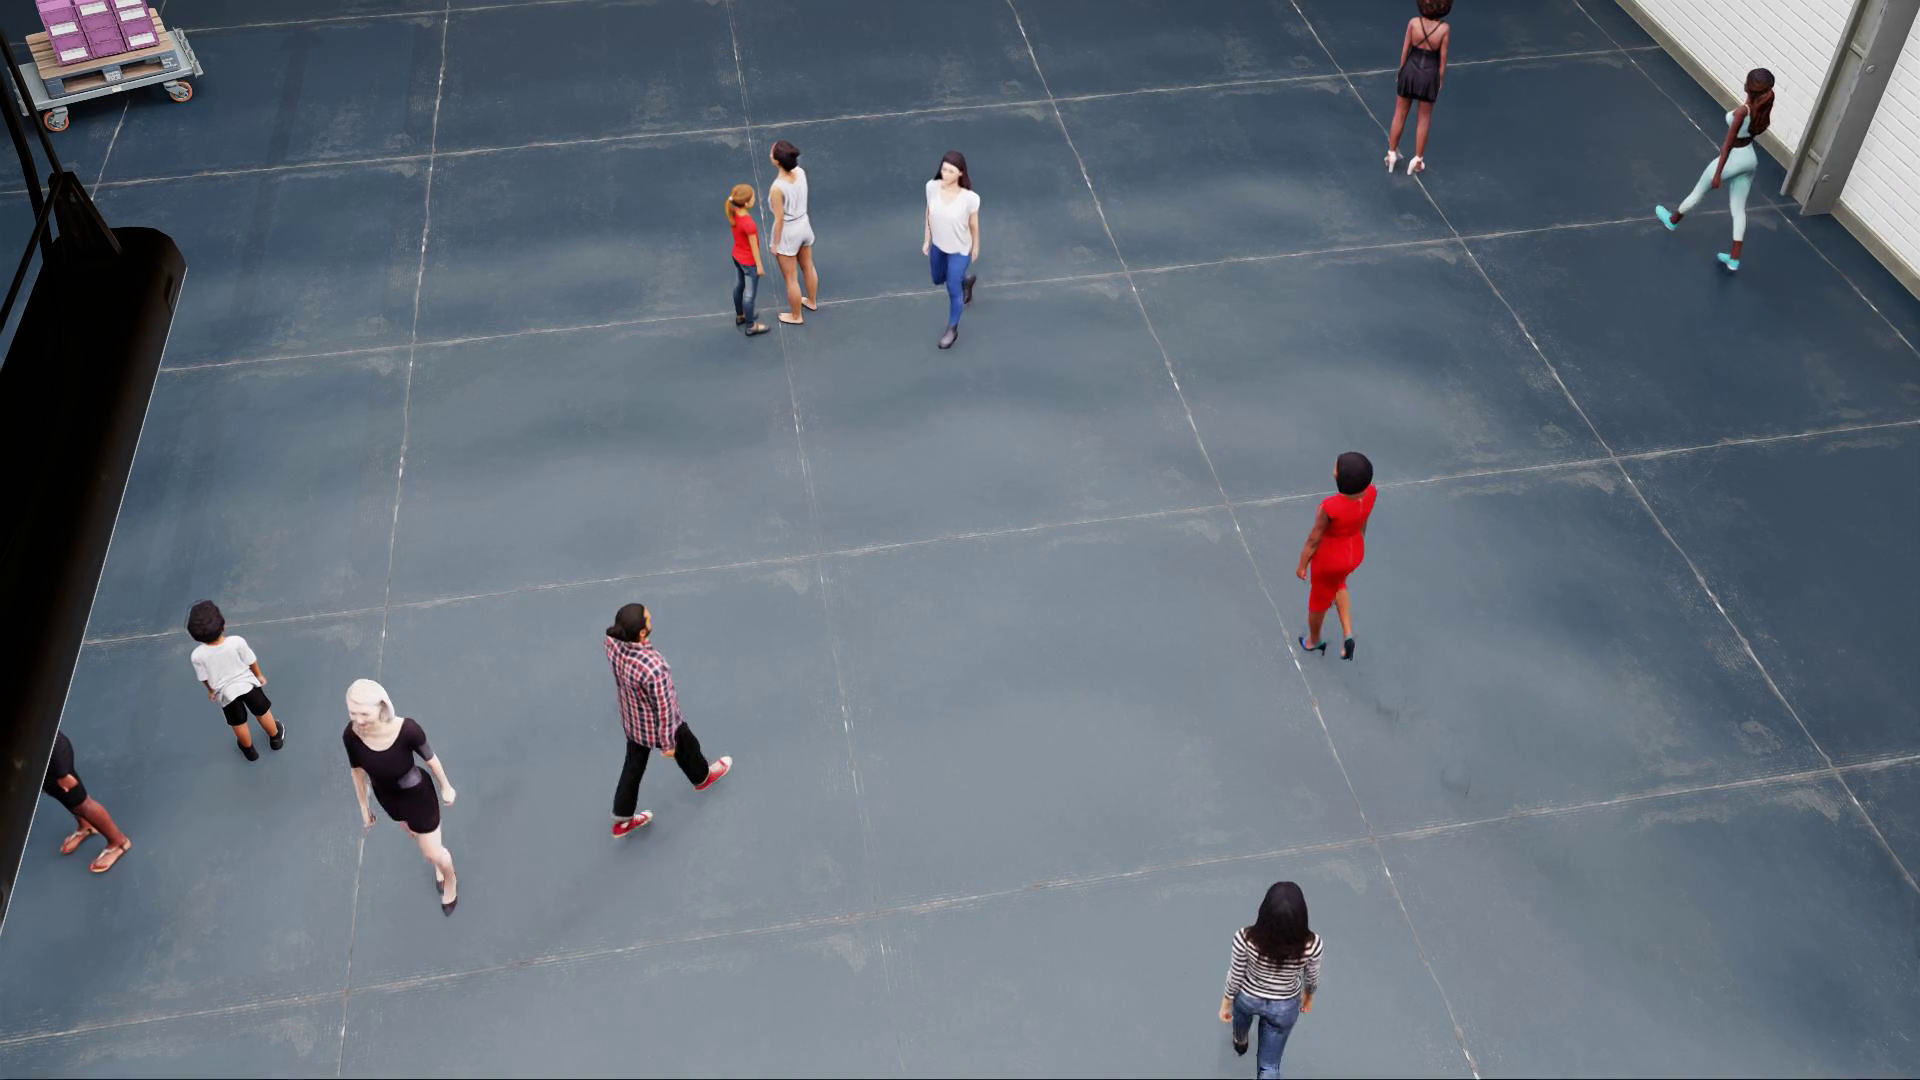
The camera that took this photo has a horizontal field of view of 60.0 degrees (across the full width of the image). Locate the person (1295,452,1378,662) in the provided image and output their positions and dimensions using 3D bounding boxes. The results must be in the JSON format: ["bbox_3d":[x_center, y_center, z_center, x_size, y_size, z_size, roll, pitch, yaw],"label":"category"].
[{"bbox_3d":[2.394,0.172,10.378,0.717,1.733,0.793,-21,47,-21],"label":"person"}]

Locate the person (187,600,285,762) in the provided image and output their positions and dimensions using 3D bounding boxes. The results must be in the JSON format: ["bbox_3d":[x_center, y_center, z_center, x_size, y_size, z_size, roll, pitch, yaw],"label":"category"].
[{"bbox_3d":[-4.371,0.852,10.006,0.555,1.261,0.582,-22,48,-21],"label":"person"}]

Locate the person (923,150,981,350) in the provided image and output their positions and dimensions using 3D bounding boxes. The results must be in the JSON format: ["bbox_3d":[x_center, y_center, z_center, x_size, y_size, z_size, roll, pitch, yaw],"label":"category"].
[{"bbox_3d":[-0.028,-2.327,13.049,0.939,1.667,1.030,21,48,21],"label":"person"}]

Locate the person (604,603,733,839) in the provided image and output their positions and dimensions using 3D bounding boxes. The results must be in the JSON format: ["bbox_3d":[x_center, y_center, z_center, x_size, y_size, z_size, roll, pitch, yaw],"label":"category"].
[{"bbox_3d":[-1.814,1.050,9.461,1.173,1.728,1.198,30,51,28],"label":"person"}]

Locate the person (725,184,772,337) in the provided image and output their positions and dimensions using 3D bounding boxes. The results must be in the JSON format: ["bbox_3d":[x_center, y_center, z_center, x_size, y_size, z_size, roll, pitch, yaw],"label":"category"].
[{"bbox_3d":[-1.711,-2.233,13.213,0.592,1.306,0.497,-23,48,-23],"label":"person"}]

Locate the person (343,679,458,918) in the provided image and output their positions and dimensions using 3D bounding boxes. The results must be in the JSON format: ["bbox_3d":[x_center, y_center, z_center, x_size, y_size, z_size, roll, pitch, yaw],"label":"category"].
[{"bbox_3d":[-3.003,1.323,9.110,0.684,1.816,0.699,0,44,0],"label":"person"}]

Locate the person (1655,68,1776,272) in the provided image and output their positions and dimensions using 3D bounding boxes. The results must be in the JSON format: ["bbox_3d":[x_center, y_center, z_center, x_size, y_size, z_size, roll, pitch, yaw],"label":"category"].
[{"bbox_3d":[6.467,-3.035,13.789,0.768,1.673,1.212,-16,46,-16],"label":"person"}]

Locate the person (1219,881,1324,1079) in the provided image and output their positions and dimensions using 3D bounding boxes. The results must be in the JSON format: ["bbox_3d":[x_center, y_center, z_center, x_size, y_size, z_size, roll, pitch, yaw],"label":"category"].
[{"bbox_3d":[1.480,2.341,8.083,0.843,1.758,1.201,6,44,6],"label":"person"}]

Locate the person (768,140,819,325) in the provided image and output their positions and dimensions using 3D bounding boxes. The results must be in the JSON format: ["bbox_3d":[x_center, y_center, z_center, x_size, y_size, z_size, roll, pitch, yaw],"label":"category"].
[{"bbox_3d":[-1.339,-2.451,13.223,0.706,1.607,0.638,23,48,22],"label":"person"}]

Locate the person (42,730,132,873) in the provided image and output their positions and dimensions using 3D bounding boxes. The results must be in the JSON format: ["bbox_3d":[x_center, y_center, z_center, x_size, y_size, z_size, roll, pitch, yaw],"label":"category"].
[{"bbox_3d":[-5.115,1.214,9.294,0.662,1.719,0.710,24,48,23],"label":"person"}]

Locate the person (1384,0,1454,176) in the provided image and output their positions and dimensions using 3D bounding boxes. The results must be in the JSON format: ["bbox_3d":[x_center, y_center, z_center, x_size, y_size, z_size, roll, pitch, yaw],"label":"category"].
[{"bbox_3d":[4.090,-4.095,14.818,0.661,1.788,0.693,16,46,16],"label":"person"}]
